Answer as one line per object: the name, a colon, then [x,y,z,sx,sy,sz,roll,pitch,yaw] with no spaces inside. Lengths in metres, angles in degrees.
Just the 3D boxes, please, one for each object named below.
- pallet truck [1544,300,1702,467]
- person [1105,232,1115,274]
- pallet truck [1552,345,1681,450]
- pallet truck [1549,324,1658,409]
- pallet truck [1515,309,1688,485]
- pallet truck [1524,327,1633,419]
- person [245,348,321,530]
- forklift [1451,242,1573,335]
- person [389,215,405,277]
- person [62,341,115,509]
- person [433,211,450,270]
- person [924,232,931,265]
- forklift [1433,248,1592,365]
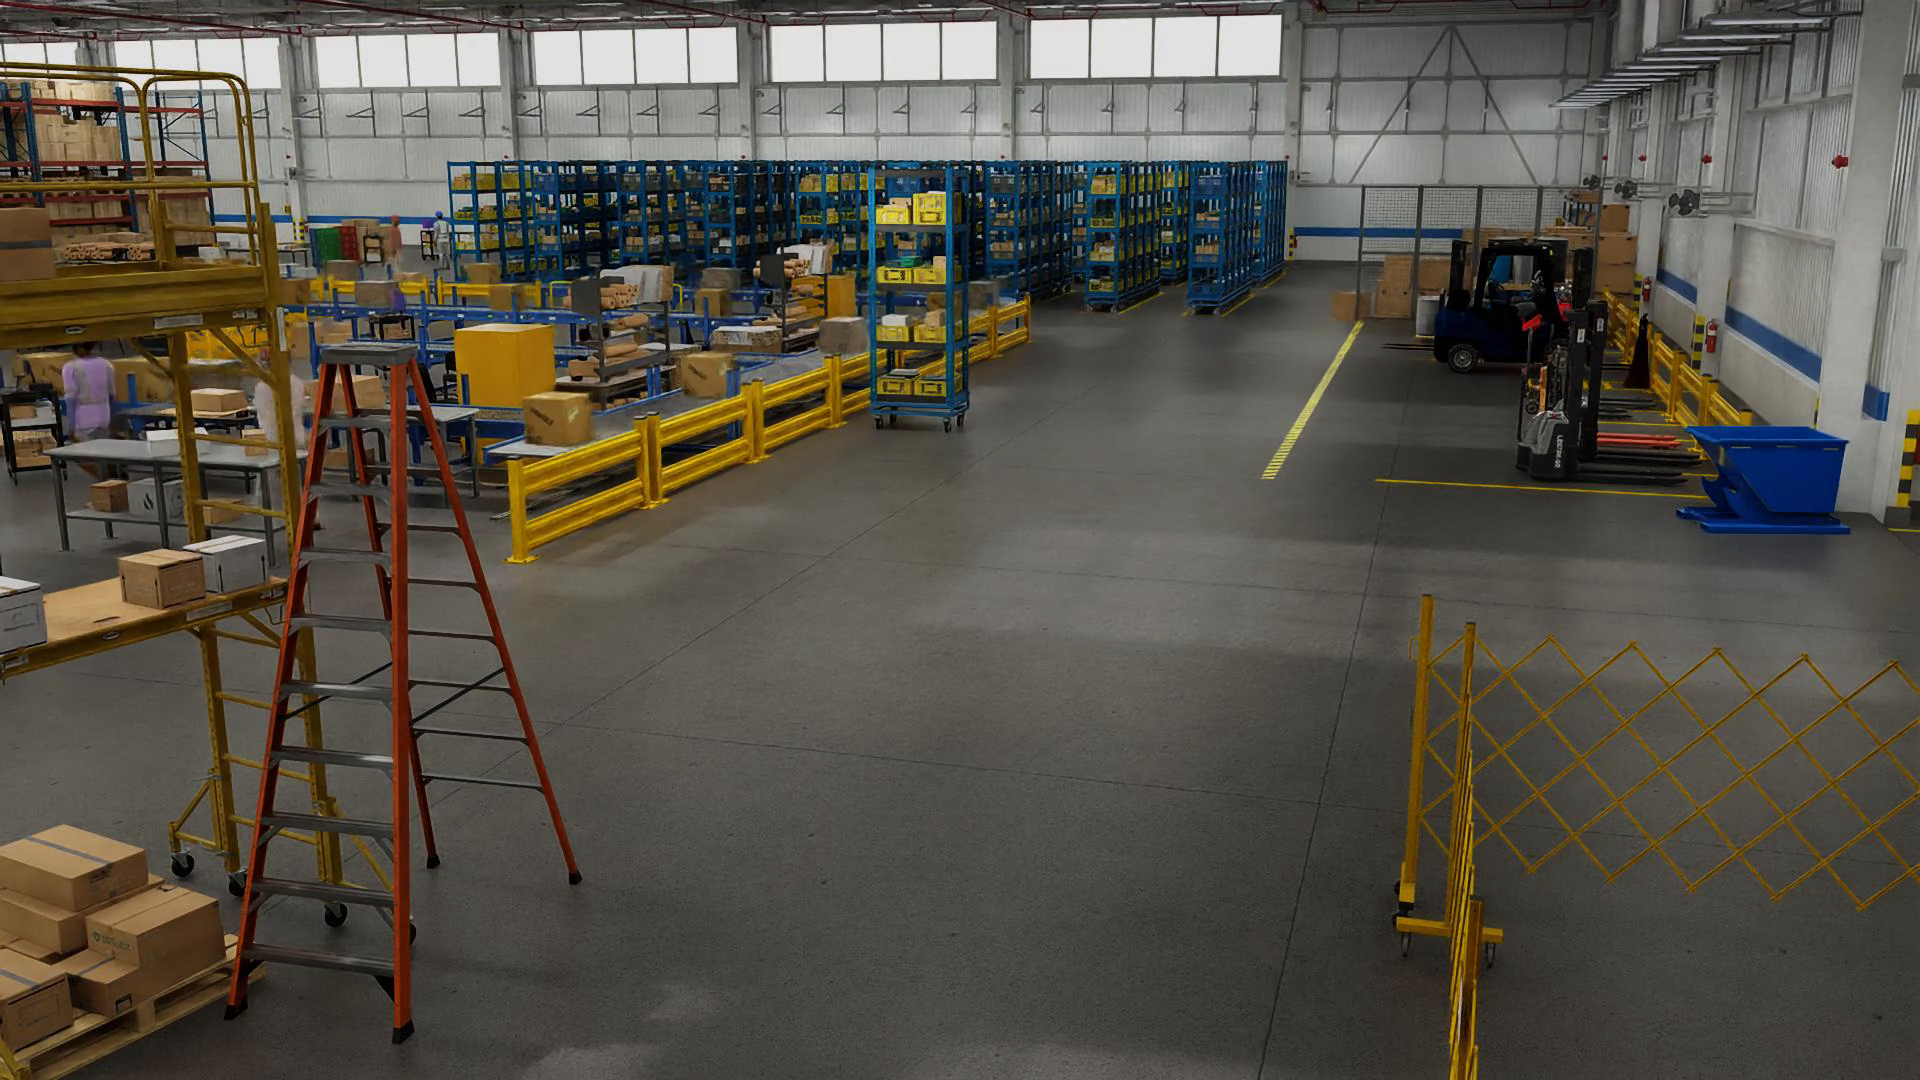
pallet truck: [8.263,-1.952,20.631,1.885,1.965,0.823,5,14,20]
person: [4.354,-8.242,48.128,0.389,1.847,0.567,4,14,17]
pallet truck: [8.641,-1.896,21.908,1.630,1.274,0.653,4,14,16]
pallet truck: [9.824,-2.669,25.407,1.601,1.201,0.680,4,14,16]
pallet truck: [7.554,-1.677,19.446,1.885,1.965,0.823,3,13,14]
pallet truck: [9.065,-2.460,24.370,1.522,1.261,0.704,3,13,14]
person: [-6.970,-1.018,16.902,0.971,1.861,0.656,5,14,22]
forklift: [10.464,-4.597,31.405,2.680,1.987,1.157,4,14,16]
person: [-17.302,-8.952,50.912,0.589,1.977,0.619,2,13,7]
person: [-9.192,-1.278,17.657,0.526,2.023,0.626,4,14,18]
person: [-17.209,-9.932,55.206,0.392,1.949,0.602,8,15,32]
person: [-1.008,-8.616,49.862,0.418,1.794,0.613,0,13,1]
forklift: [9.780,-4.111,29.280,2.680,1.987,1.157,3,13,14]
